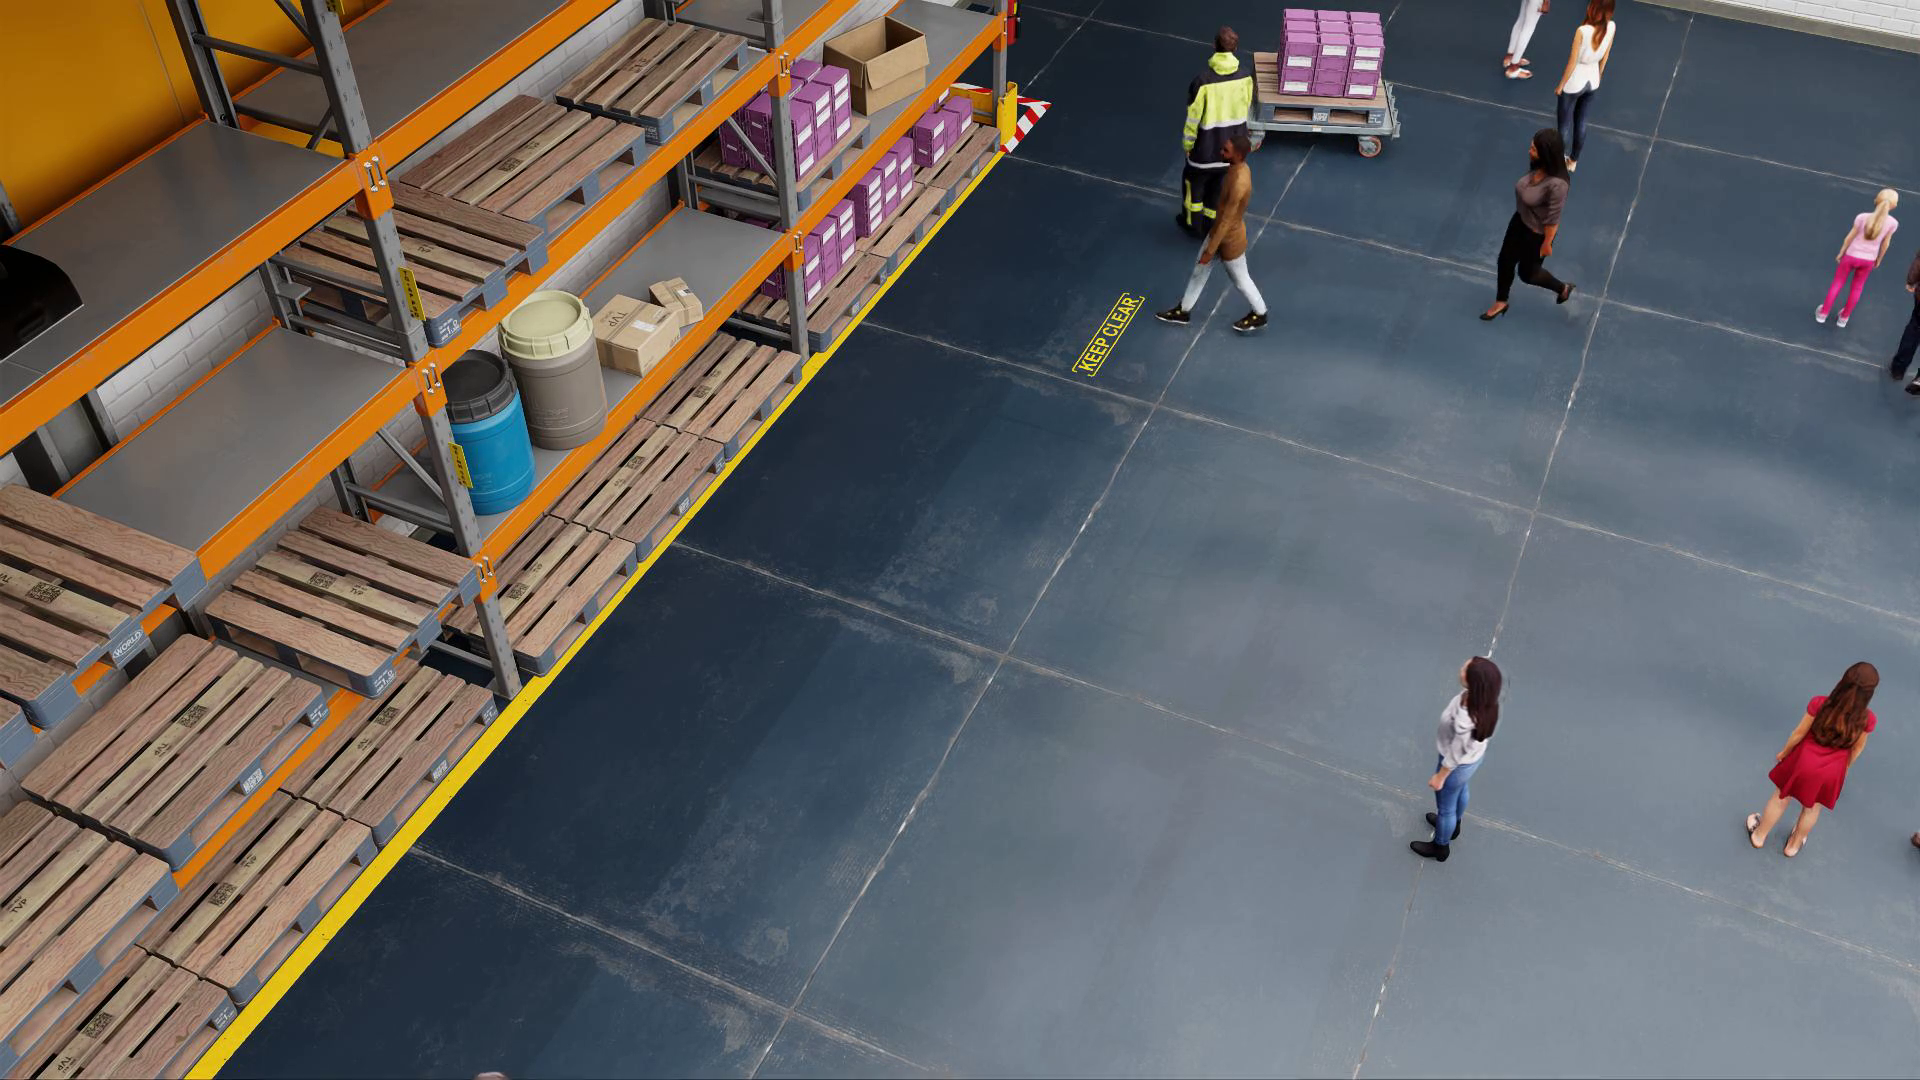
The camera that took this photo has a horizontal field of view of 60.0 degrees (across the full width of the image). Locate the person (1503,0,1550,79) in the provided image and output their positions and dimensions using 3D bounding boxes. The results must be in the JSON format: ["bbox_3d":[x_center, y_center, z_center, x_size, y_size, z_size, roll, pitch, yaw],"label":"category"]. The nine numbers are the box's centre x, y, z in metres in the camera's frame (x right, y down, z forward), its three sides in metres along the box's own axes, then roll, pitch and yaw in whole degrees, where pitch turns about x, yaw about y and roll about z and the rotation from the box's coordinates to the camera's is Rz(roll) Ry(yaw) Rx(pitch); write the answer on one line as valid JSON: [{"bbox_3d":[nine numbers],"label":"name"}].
[{"bbox_3d":[5.791,-5.524,16.755,0.744,1.724,0.614,0,44,0],"label":"person"}]

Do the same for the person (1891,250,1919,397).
[{"bbox_3d":[7.659,-1.896,12.871,0.749,1.828,0.878,14,45,15],"label":"person"}]

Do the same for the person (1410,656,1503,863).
[{"bbox_3d":[2.915,1.275,9.686,0.700,1.631,0.506,26,49,24],"label":"person"}]

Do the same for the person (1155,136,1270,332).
[{"bbox_3d":[2.262,-2.418,13.459,1.050,1.772,1.194,-1,44,-1],"label":"person"}]

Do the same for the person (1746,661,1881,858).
[{"bbox_3d":[5.015,1.283,9.734,0.545,1.552,0.601,16,46,16],"label":"person"}]

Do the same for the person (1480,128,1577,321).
[{"bbox_3d":[4.752,-2.504,13.526,1.054,1.804,1.047,-6,44,-6],"label":"person"}]

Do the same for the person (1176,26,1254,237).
[{"bbox_3d":[2.230,-3.452,14.410,0.954,1.958,1.008,-11,45,-11],"label":"person"}]

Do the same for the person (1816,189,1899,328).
[{"bbox_3d":[7.438,-2.336,13.737,0.491,1.271,0.511,14,45,14],"label":"person"}]

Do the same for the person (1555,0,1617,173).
[{"bbox_3d":[5.723,-4.192,15.313,0.675,1.785,0.731,-13,45,-13],"label":"person"}]
